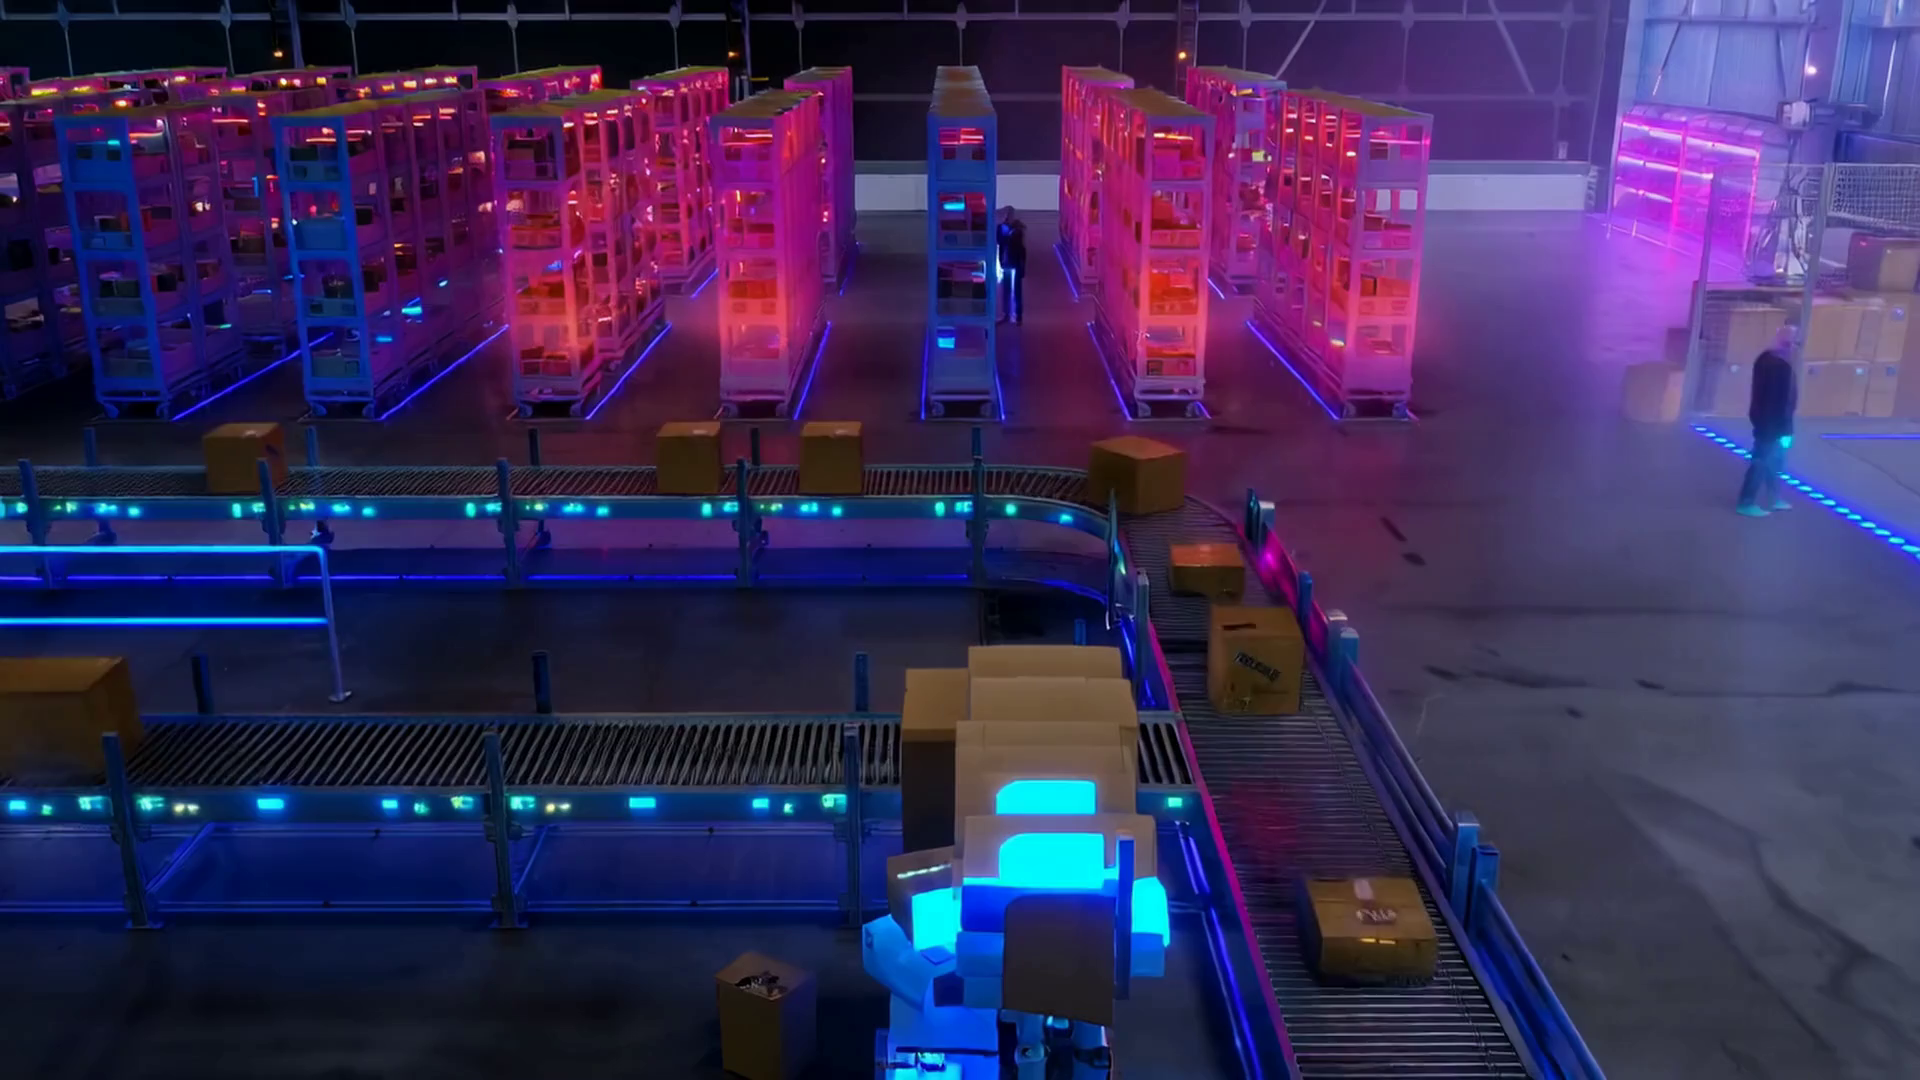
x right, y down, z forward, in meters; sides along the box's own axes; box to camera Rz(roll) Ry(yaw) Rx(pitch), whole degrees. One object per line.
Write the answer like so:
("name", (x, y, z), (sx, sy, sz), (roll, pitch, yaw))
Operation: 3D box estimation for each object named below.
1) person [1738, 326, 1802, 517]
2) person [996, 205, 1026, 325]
("person", (7.969, -1.132, 16.069), (0.682, 1.885, 0.665), (3, 18, 10))
("person", (0.778, -4.292, 25.899), (0.577, 1.832, 0.397), (11, 21, 30))
